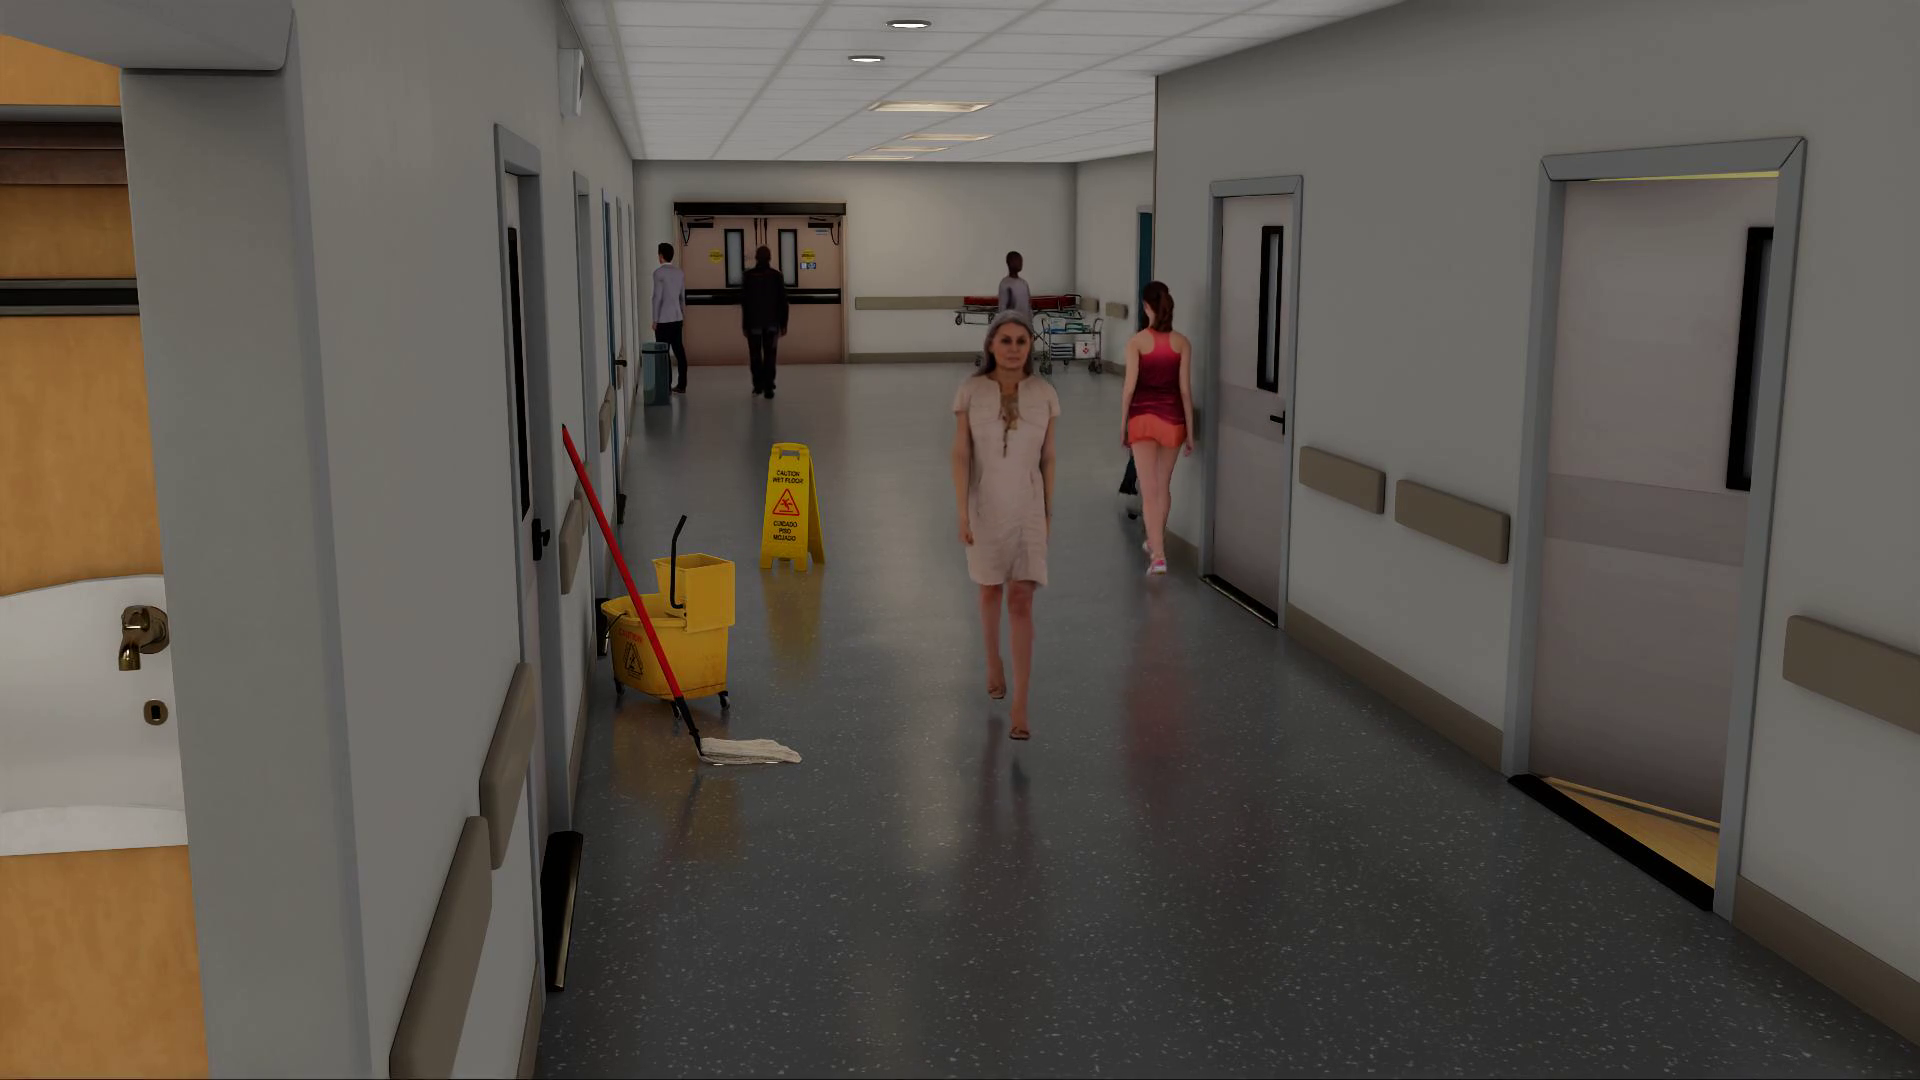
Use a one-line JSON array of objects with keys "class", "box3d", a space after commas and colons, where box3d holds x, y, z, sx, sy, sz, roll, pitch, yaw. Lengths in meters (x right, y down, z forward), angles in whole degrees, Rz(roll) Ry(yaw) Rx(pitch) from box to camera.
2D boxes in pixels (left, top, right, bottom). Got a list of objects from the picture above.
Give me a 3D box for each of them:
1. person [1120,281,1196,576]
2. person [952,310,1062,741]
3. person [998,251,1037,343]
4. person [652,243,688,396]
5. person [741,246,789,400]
[{"class": "person", "box3d": [1.155, -0.613, 9.730, 0.585, 1.705, 1.151, -1, 11, -6]}, {"class": "person", "box3d": [0.162, -0.062, 6.882, 0.718, 1.686, 1.197, 0, 11, -1]}, {"class": "person", "box3d": [0.550, -2.369, 18.897, 1.195, 1.739, 1.107, 8, 13, 36]}, {"class": "person", "box3d": [-3.588, -2.731, 20.514, 0.802, 1.846, 0.734, 7, 13, 33]}, {"class": "person", "box3d": [-2.350, -2.588, 19.869, 0.756, 1.806, 0.853, -1, 11, -4]}]
